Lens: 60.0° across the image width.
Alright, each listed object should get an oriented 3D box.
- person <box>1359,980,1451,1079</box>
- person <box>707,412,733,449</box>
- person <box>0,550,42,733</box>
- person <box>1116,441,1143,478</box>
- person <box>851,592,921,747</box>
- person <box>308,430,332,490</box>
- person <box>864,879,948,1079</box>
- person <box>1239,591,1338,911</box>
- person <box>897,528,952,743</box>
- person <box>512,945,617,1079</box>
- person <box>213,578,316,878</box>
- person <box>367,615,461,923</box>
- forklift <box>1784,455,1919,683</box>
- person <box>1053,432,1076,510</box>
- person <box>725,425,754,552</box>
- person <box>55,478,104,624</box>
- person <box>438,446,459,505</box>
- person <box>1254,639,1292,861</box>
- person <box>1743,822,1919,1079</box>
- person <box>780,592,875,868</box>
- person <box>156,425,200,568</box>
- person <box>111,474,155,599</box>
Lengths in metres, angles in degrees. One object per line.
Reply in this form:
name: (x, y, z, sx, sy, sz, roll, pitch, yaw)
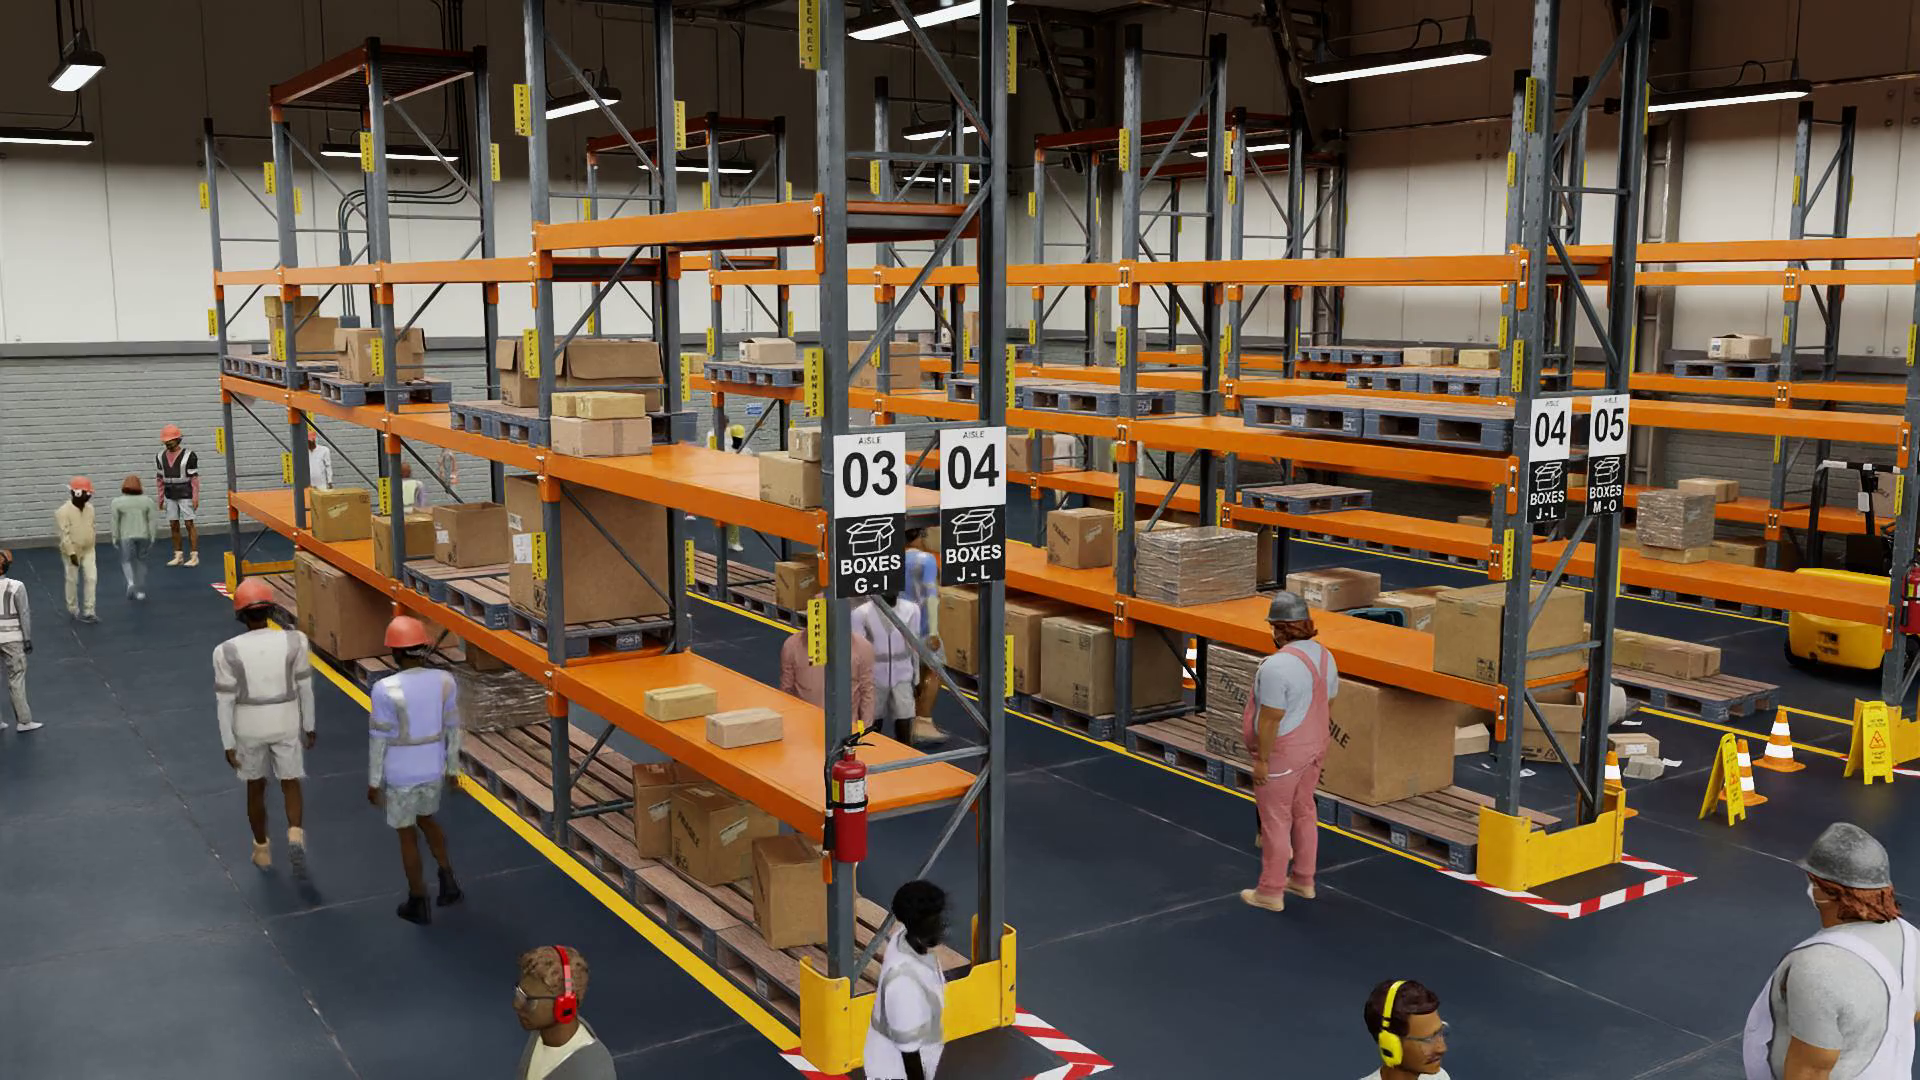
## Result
person: (1.321, 2.232, 5.049, 0.513, 1.877, 0.328, -6, 11, -37)
person: (-4.135, -1.292, 28.547, 0.596, 1.866, 0.598, 8, 12, 42)
person: (-8.463, 0.898, 14.709, 0.515, 1.641, 0.314, 1, 9, 4)
person: (2.811, -1.106, 27.570, 0.408, 1.801, 0.655, -5, 10, -31)
person: (-0.567, 1.083, 12.744, 0.573, 1.880, 0.834, -2, 9, -11)
person: (-10.345, -0.938, 26.606, 0.575, 1.739, 0.349, -3, 9, -19)
person: (-0.230, 2.107, 6.569, 0.364, 1.663, 0.570, -1, 9, -4)
person: (2.070, 1.313, 10.616, 0.535, 2.000, 0.685, 8, 12, 44)
person: (-0.363, 0.767, 14.498, 0.409, 1.972, 0.749, -7, 11, -37)
person: (-1.266, 2.192, 5.398, 0.390, 1.850, 0.565, -5, 10, -31)
person: (-4.588, 1.263, 11.037, 0.622, 2.020, 0.791, -5, 10, -28)
person: (-3.395, 1.421, 10.314, 0.395, 1.923, 0.553, 7, 11, 39)
forklift: (9.643, 0.253, 17.172, 2.313, 2.155, 1.214, -6, 10, -33)
person: (1.803, -1.336, 29.690, 0.526, 1.591, 0.689, 1, 9, 4)
person: (-3.298, -0.766, 24.887, 0.630, 1.903, 0.643, -7, 11, -39)
person: (-10.358, 0.131, 19.589, 0.636, 1.709, 0.547, 5, 10, 31)
person: (-8.205, -0.892, 26.676, 0.318, 1.630, 0.514, -3, 9, -19)
person: (2.217, 1.366, 11.443, 0.319, 1.687, 0.538, -3, 9, -19)
person: (3.112, 2.003, 6.022, 0.683, 2.000, 0.538, -6, 10, -33)
person: (-0.899, 1.289, 11.239, 0.642, 1.905, 0.399, 0, 9, -1)
person: (-11.063, -0.612, 23.496, 0.612, 2.029, 0.410, 1, 9, 7)
person: (-10.384, -0.018, 20.941, 0.514, 1.612, 0.512, -6, 10, -33)
